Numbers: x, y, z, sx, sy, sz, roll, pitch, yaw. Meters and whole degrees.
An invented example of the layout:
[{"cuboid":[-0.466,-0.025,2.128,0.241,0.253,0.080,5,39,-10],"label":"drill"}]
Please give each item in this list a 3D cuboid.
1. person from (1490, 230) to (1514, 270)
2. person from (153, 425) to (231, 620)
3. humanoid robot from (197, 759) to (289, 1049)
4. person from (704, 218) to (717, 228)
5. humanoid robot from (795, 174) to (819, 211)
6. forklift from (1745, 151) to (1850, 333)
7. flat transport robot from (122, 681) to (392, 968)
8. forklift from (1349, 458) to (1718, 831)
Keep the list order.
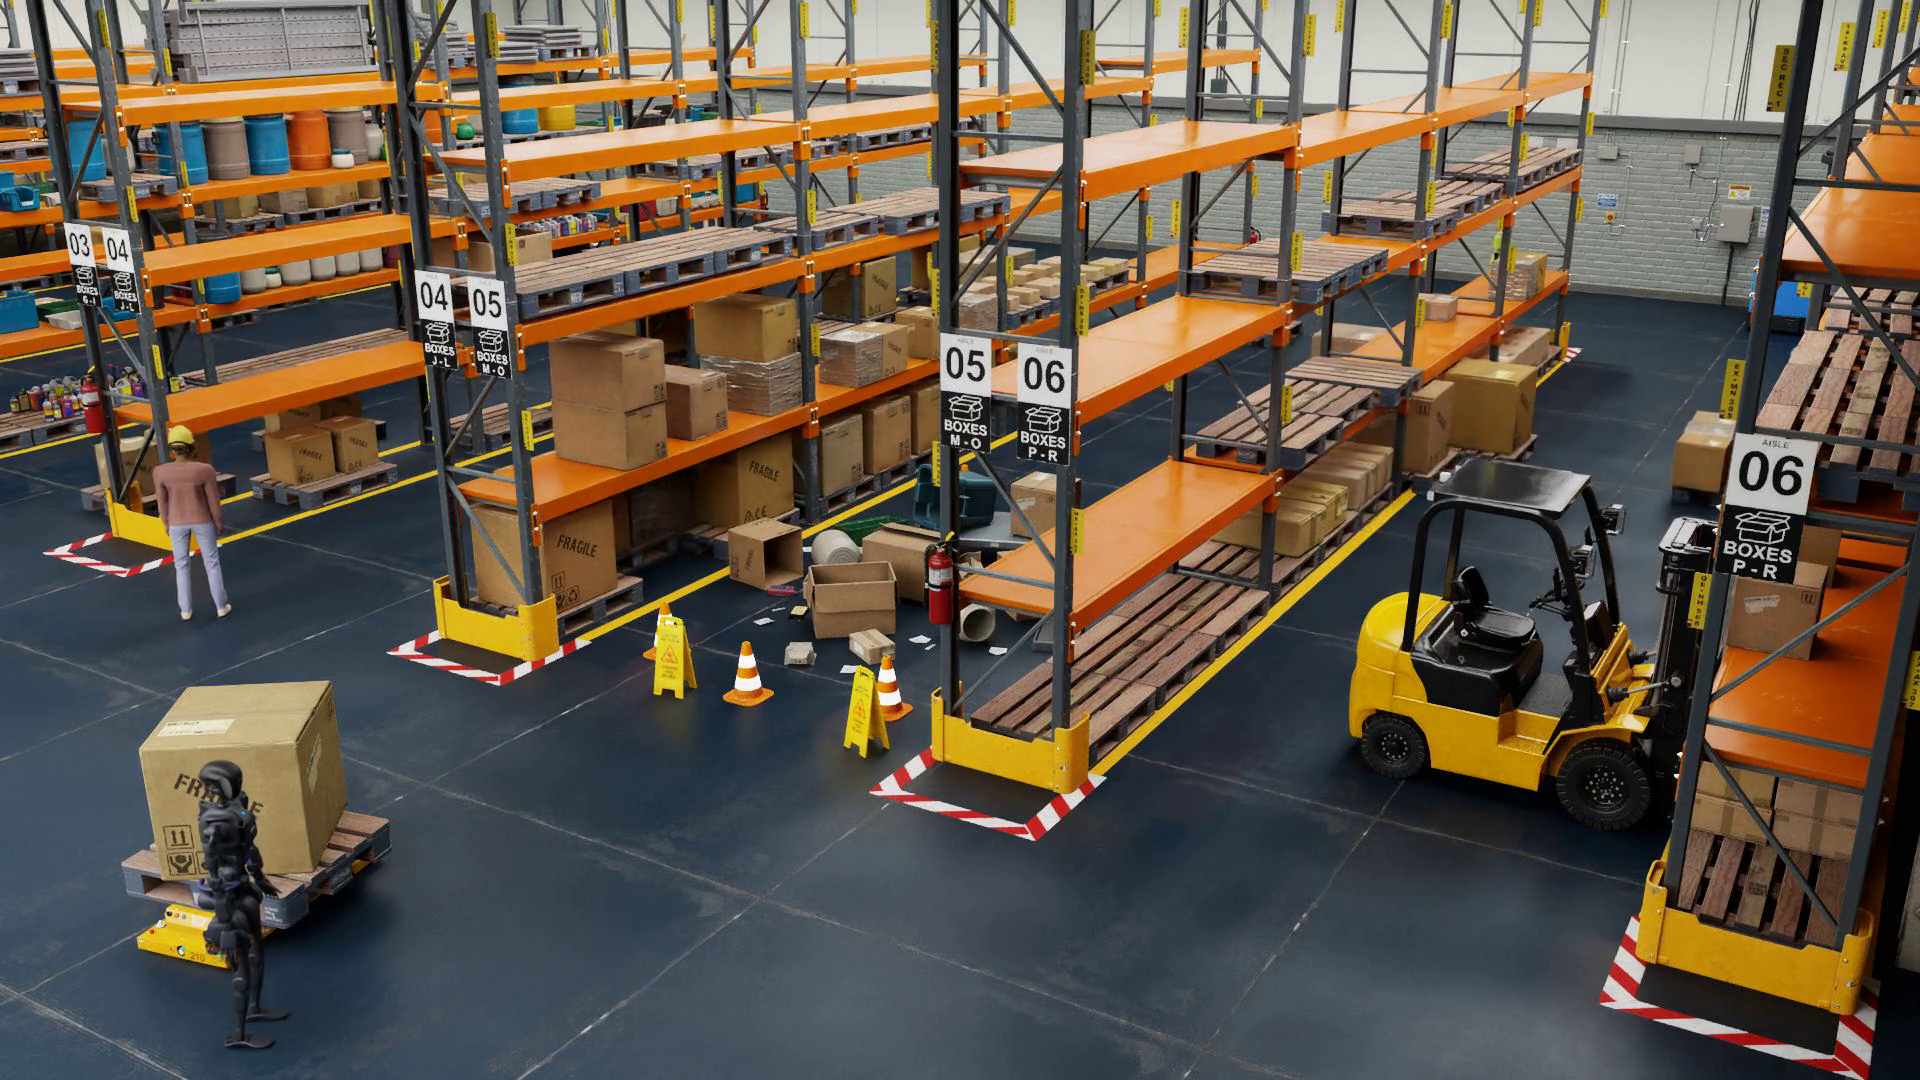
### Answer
[{"cuboid":[8.971,-4.550,27.575,0.318,1.698,0.538,15,24,37],"label":"person"},{"cuboid":[-6.830,-0.157,14.798,0.516,1.759,0.341,-5,20,-15],"label":"person"},{"cuboid":[-3.856,1.923,8.894,0.318,1.654,0.596,-1,19,-3],"label":"humanoid robot"},{"cuboid":[-5.237,-7.064,34.868,0.488,1.688,0.350,-6,20,-17],"label":"person"},{"cuboid":[-3.186,-7.093,34.960,0.591,1.642,0.379,9,21,24],"label":"humanoid robot"},{"cuboid":[13.620,-4.667,26.137,1.873,2.768,1.129,11,22,29],"label":"forklift"},{"cuboid":[-4.346,2.161,10.368,0.659,0.231,1.431,6,20,18],"label":"flat transport robot"},{"cuboid":[3.988,0.658,11.776,2.313,2.155,1.214,11,22,29],"label":"forklift"}]
